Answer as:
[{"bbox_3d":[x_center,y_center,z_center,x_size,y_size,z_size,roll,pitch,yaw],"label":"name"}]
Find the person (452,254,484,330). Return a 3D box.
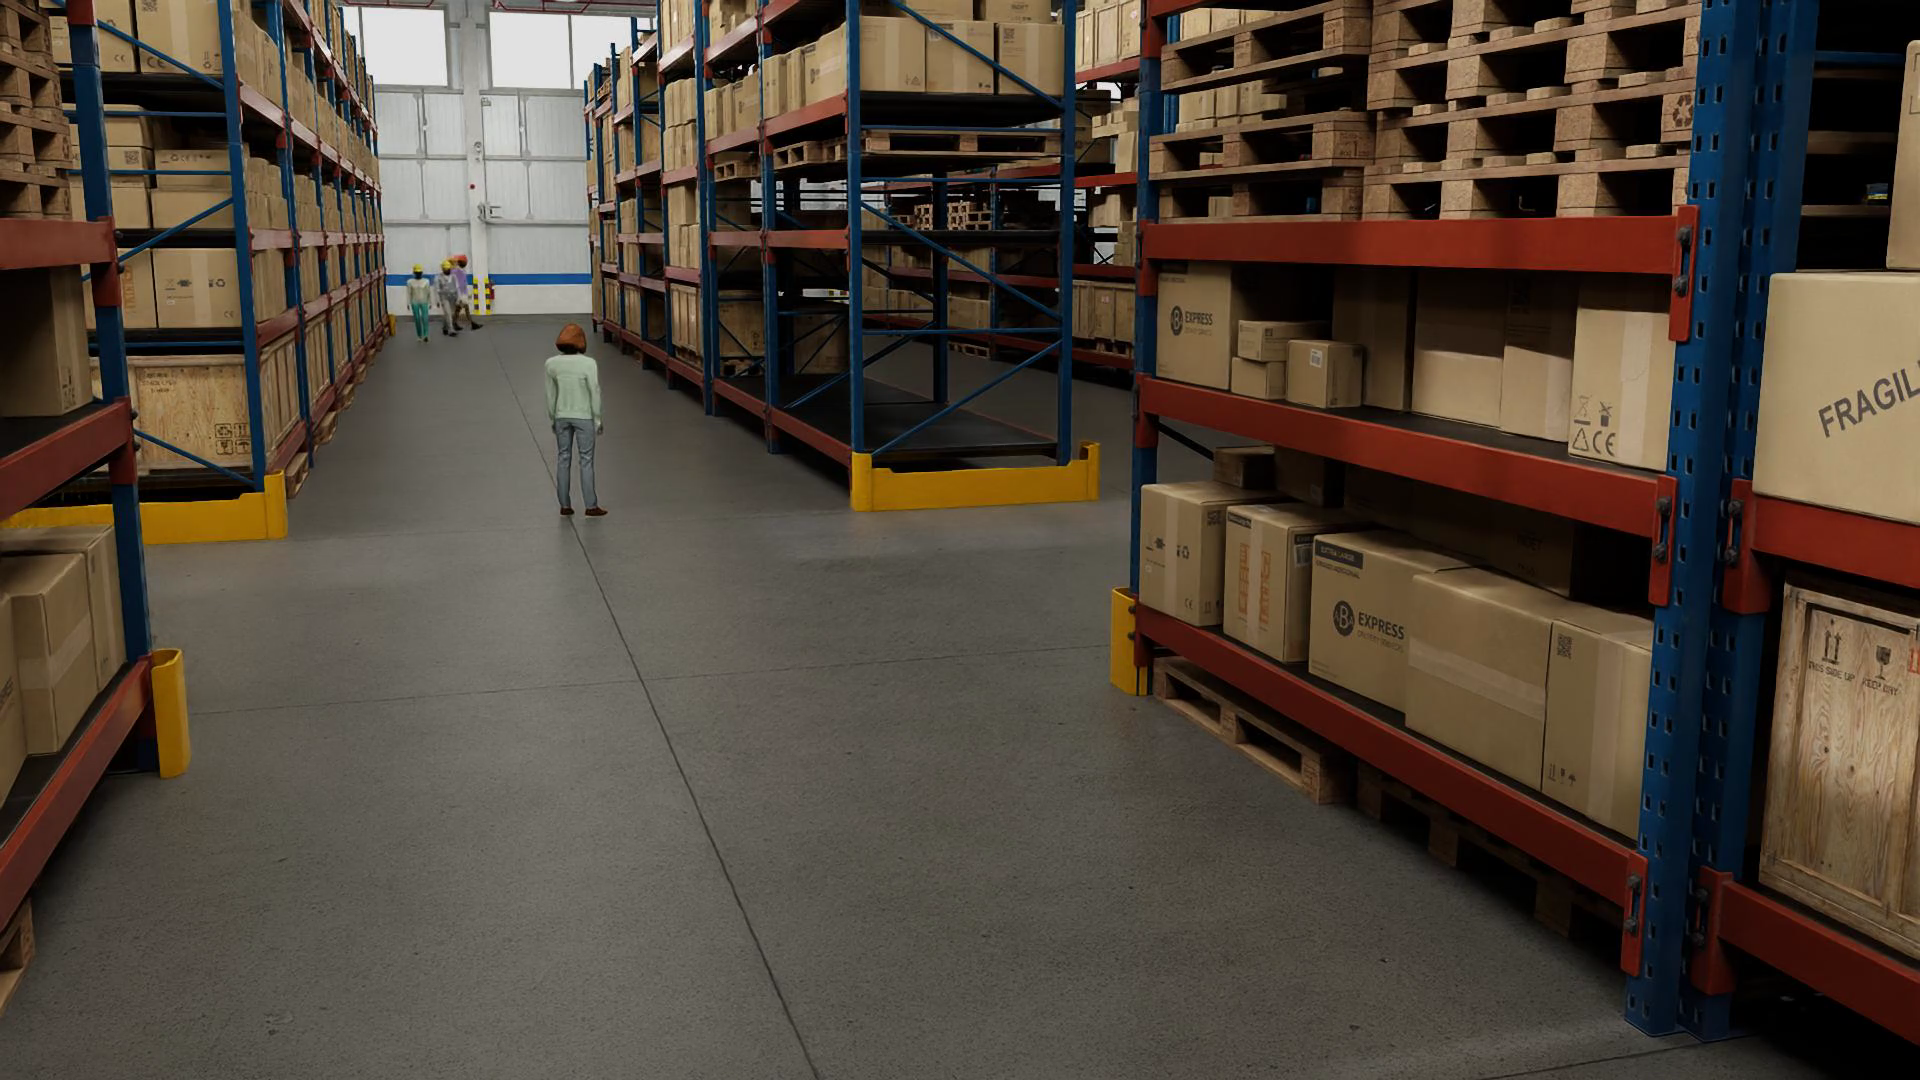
[{"bbox_3d":[-12.436,-6.218,41.852,0.948,1.891,0.569,0,10,1],"label":"person"}]

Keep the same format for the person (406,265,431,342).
[{"bbox_3d":[-12.130,-5.297,37.299,0.539,1.708,0.932,-4,11,-19],"label":"person"}]

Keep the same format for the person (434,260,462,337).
[{"bbox_3d":[-12.134,-5.712,39.327,0.815,1.809,0.588,9,13,40],"label":"person"}]

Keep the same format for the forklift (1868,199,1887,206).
[{"bbox_3d":[11.338,-2.915,21.052,1.129,2.768,1.873,-3,11,-17],"label":"forklift"}]

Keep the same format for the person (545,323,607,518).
[{"bbox_3d":[-3.226,-0.996,13.953,0.497,1.633,0.289,3,11,14],"label":"person"}]
